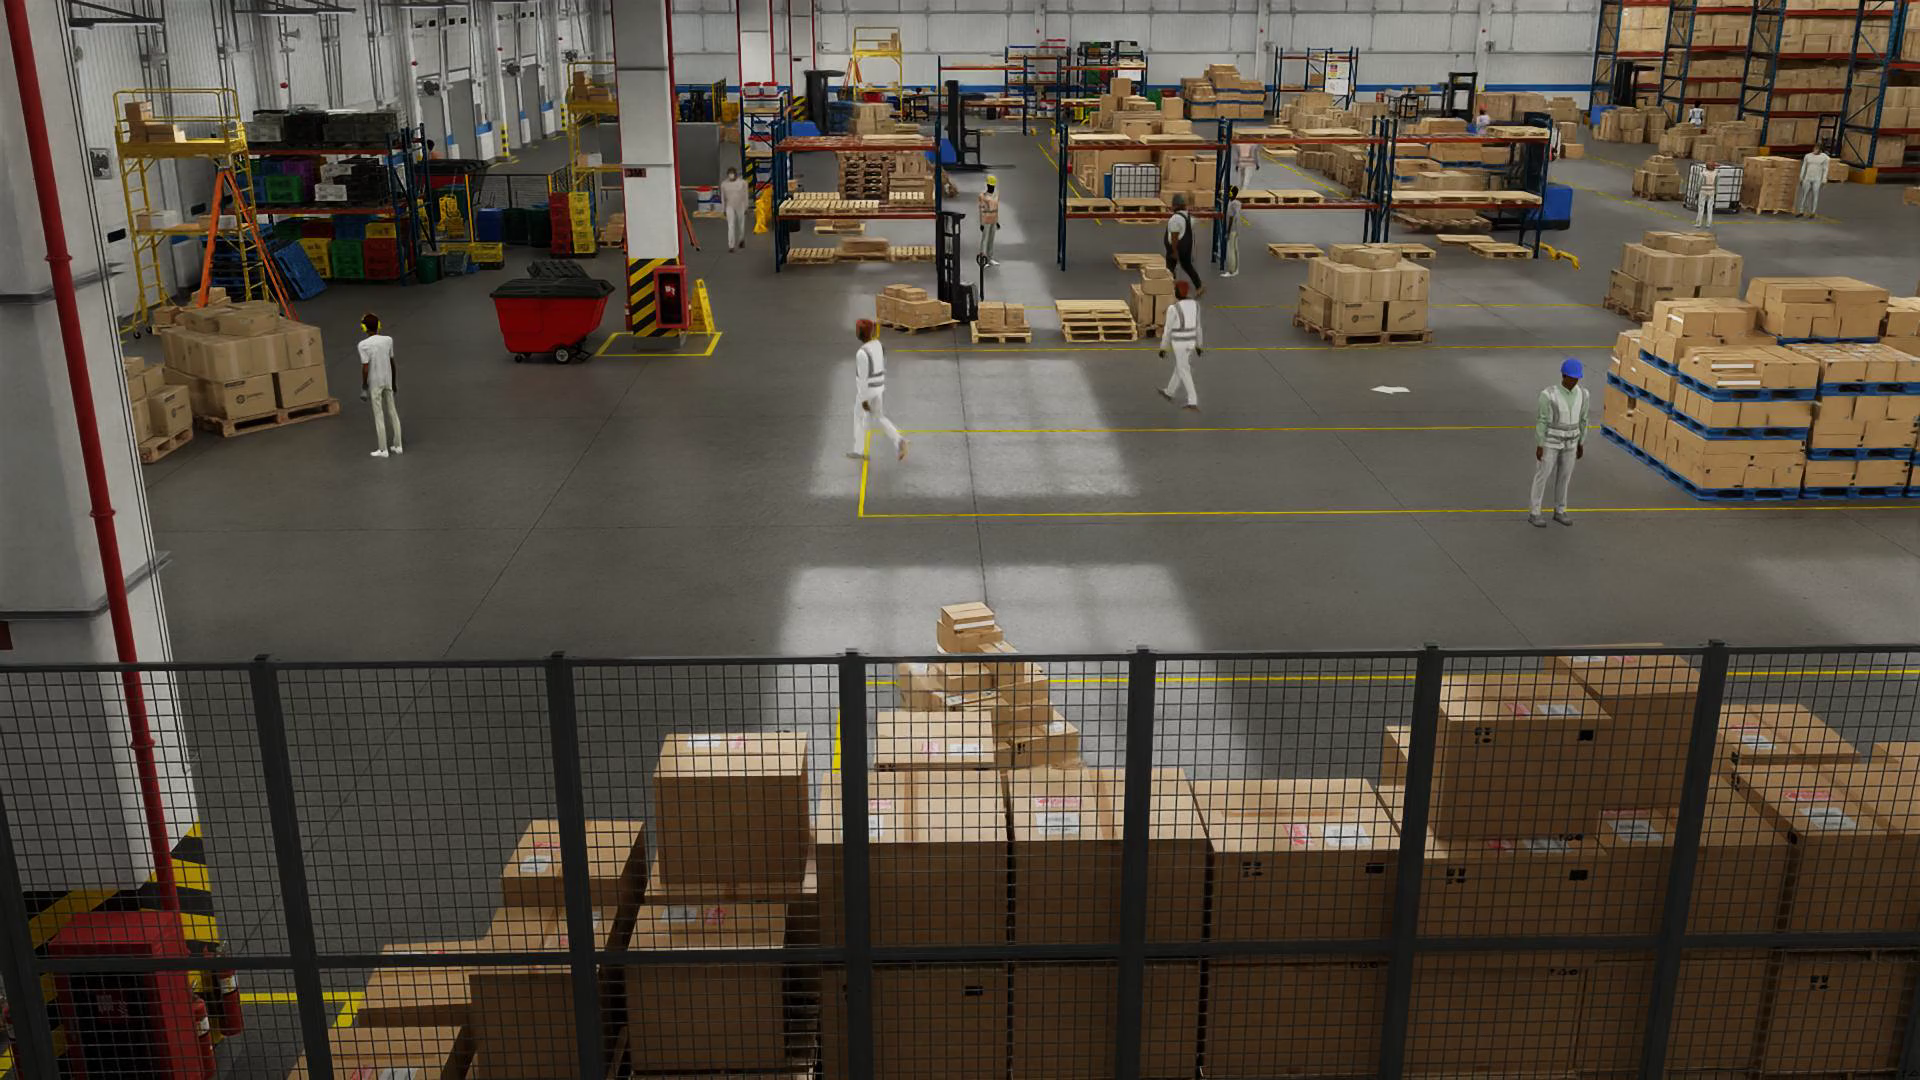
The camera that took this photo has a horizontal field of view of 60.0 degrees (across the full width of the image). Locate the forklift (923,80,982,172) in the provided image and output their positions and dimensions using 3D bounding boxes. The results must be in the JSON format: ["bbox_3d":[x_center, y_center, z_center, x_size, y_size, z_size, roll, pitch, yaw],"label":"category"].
[{"bbox_3d":[-0.248,-13.248,53.171,1.873,2.768,1.129,-1,19,-1],"label":"forklift"}]

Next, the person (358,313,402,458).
[{"bbox_3d":[-7.450,-1.981,21.315,0.328,1.865,0.521,14,23,36],"label":"person"}]

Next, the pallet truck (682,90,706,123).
[{"bbox_3d":[-9.671,-15.907,62.421,0.823,1.965,1.885,5,19,15],"label":"pallet truck"}]

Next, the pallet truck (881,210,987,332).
[{"bbox_3d":[-0.493,-4.759,29.349,1.885,1.965,0.823,-13,23,-34],"label":"pallet truck"}]

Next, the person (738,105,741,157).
[{"bbox_3d":[-7.326,-13.803,56.288,0.370,1.927,0.588,0,19,-1],"label":"person"}]

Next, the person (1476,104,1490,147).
[{"bbox_3d":[17.554,-13.638,55.840,0.542,1.915,0.871,-6,20,-18],"label":"person"}]

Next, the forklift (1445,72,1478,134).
[{"bbox_3d":[17.453,-14.903,58.082,1.129,2.768,1.873,-1,19,-1],"label":"forklift"}]

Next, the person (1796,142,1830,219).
[{"bbox_3d":[21.939,-9.250,42.772,0.627,1.934,0.371,15,24,38],"label":"person"}]

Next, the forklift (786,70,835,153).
[{"bbox_3d":[-5.176,-15.196,58.951,1.873,2.768,1.129,-7,20,-20],"label":"forklift"}]

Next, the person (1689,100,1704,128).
[{"bbox_3d":[26.857,-15.192,60.764,0.532,1.696,0.319,0,19,-1],"label":"person"}]

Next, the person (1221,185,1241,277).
[{"bbox_3d":[5.604,-6.365,34.313,0.329,1.871,0.513,11,22,30],"label":"person"}]

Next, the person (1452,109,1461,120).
[{"bbox_3d":[17.037,-13.997,57.279,0.539,1.657,0.861,-6,20,-18],"label":"person"}]

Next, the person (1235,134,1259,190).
[{"bbox_3d":[8.112,-10.579,46.941,0.627,1.791,0.976,11,21,28],"label":"person"}]

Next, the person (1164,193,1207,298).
[{"bbox_3d":[4.308,-5.666,31.974,0.931,2.000,0.691,16,24,38],"label":"person"}]

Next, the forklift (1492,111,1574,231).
[{"bbox_3d":[13.943,-9.002,40.577,1.873,2.768,1.129,-1,19,-2],"label":"forklift"}]

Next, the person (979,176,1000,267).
[{"bbox_3d":[0.648,-6.821,35.579,0.380,1.922,0.591,17,25,40],"label":"person"}]

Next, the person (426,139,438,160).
[{"bbox_3d":[-14.597,-10.252,46.116,0.316,1.693,0.557,-11,22,-30],"label":"person"}]

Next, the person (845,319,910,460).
[{"bbox_3d":[-1.071,-1.879,21.025,0.817,1.855,0.569,11,21,29],"label":"person"}]

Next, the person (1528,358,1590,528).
[{"bbox_3d":[6.696,-1.084,18.547,0.603,1.938,0.425,-4,19,-12],"label":"person"}]

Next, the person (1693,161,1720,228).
[{"bbox_3d":[18.477,-8.548,41.142,0.512,1.641,0.307,1,19,3],"label":"person"}]

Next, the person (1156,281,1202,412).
[{"bbox_3d":[3.130,-2.784,23.757,0.600,1.822,0.994,-14,23,-35],"label":"person"}]

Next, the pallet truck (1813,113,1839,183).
[{"bbox_3d":[26.403,-11.957,50.702,0.823,1.965,1.885,6,19,16],"label":"pallet truck"}]

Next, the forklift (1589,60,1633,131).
[{"bbox_3d":[26.302,-17.662,66.266,1.873,2.768,1.129,0,19,-1],"label":"forklift"}]

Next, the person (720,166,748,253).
[{"bbox_3d":[-5.084,-7.506,37.653,0.630,1.908,0.919,0,19,-1],"label":"person"}]
